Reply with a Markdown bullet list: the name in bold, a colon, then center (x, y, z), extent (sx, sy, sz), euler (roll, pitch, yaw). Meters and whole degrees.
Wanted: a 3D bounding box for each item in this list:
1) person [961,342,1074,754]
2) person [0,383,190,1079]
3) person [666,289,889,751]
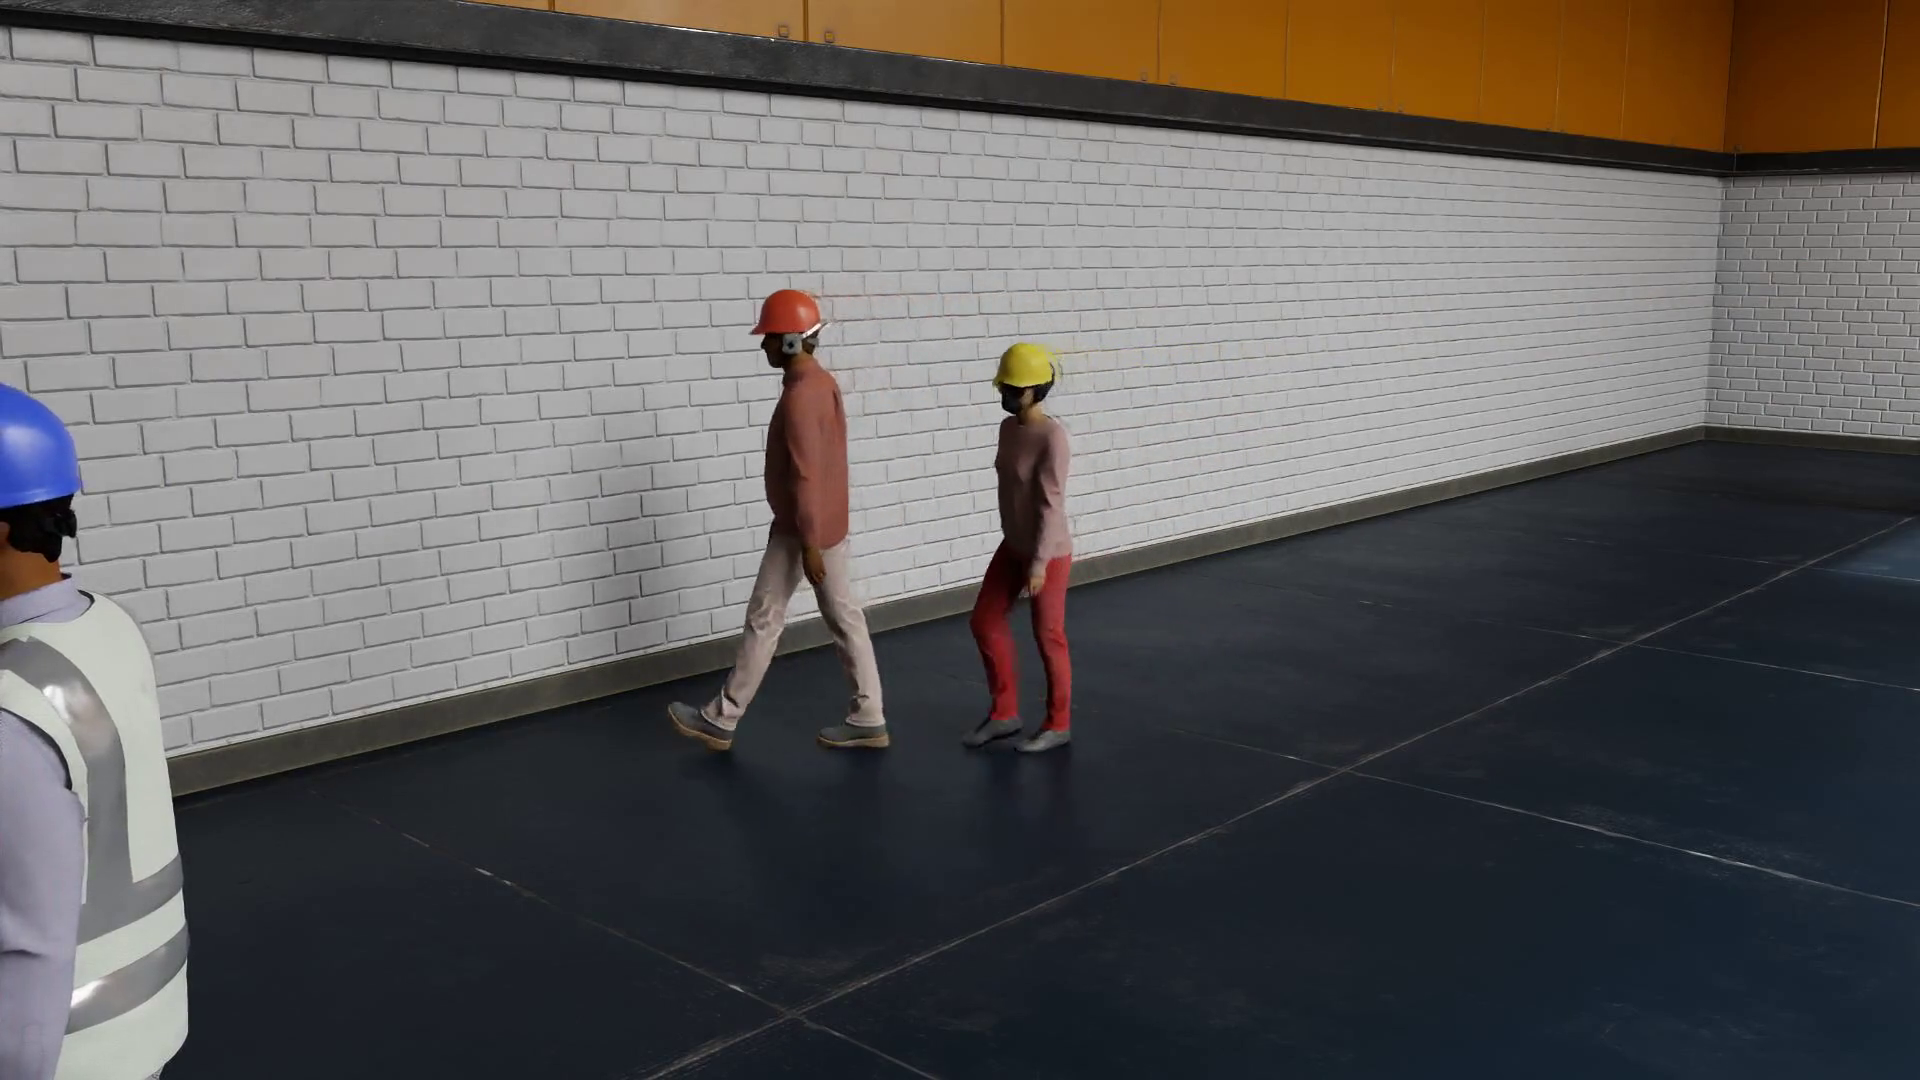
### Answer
- **person**: center (0.245, 0.055, 6.884), extent (0.588, 1.740, 0.546), euler (-5, 11, -26)
- **person**: center (-1.346, 0.732, 2.478), extent (0.384, 1.948, 0.605), euler (-3, 10, -17)
- **person**: center (-0.755, -0.066, 7.008), extent (0.962, 1.948, 0.623), euler (2, 10, 12)
